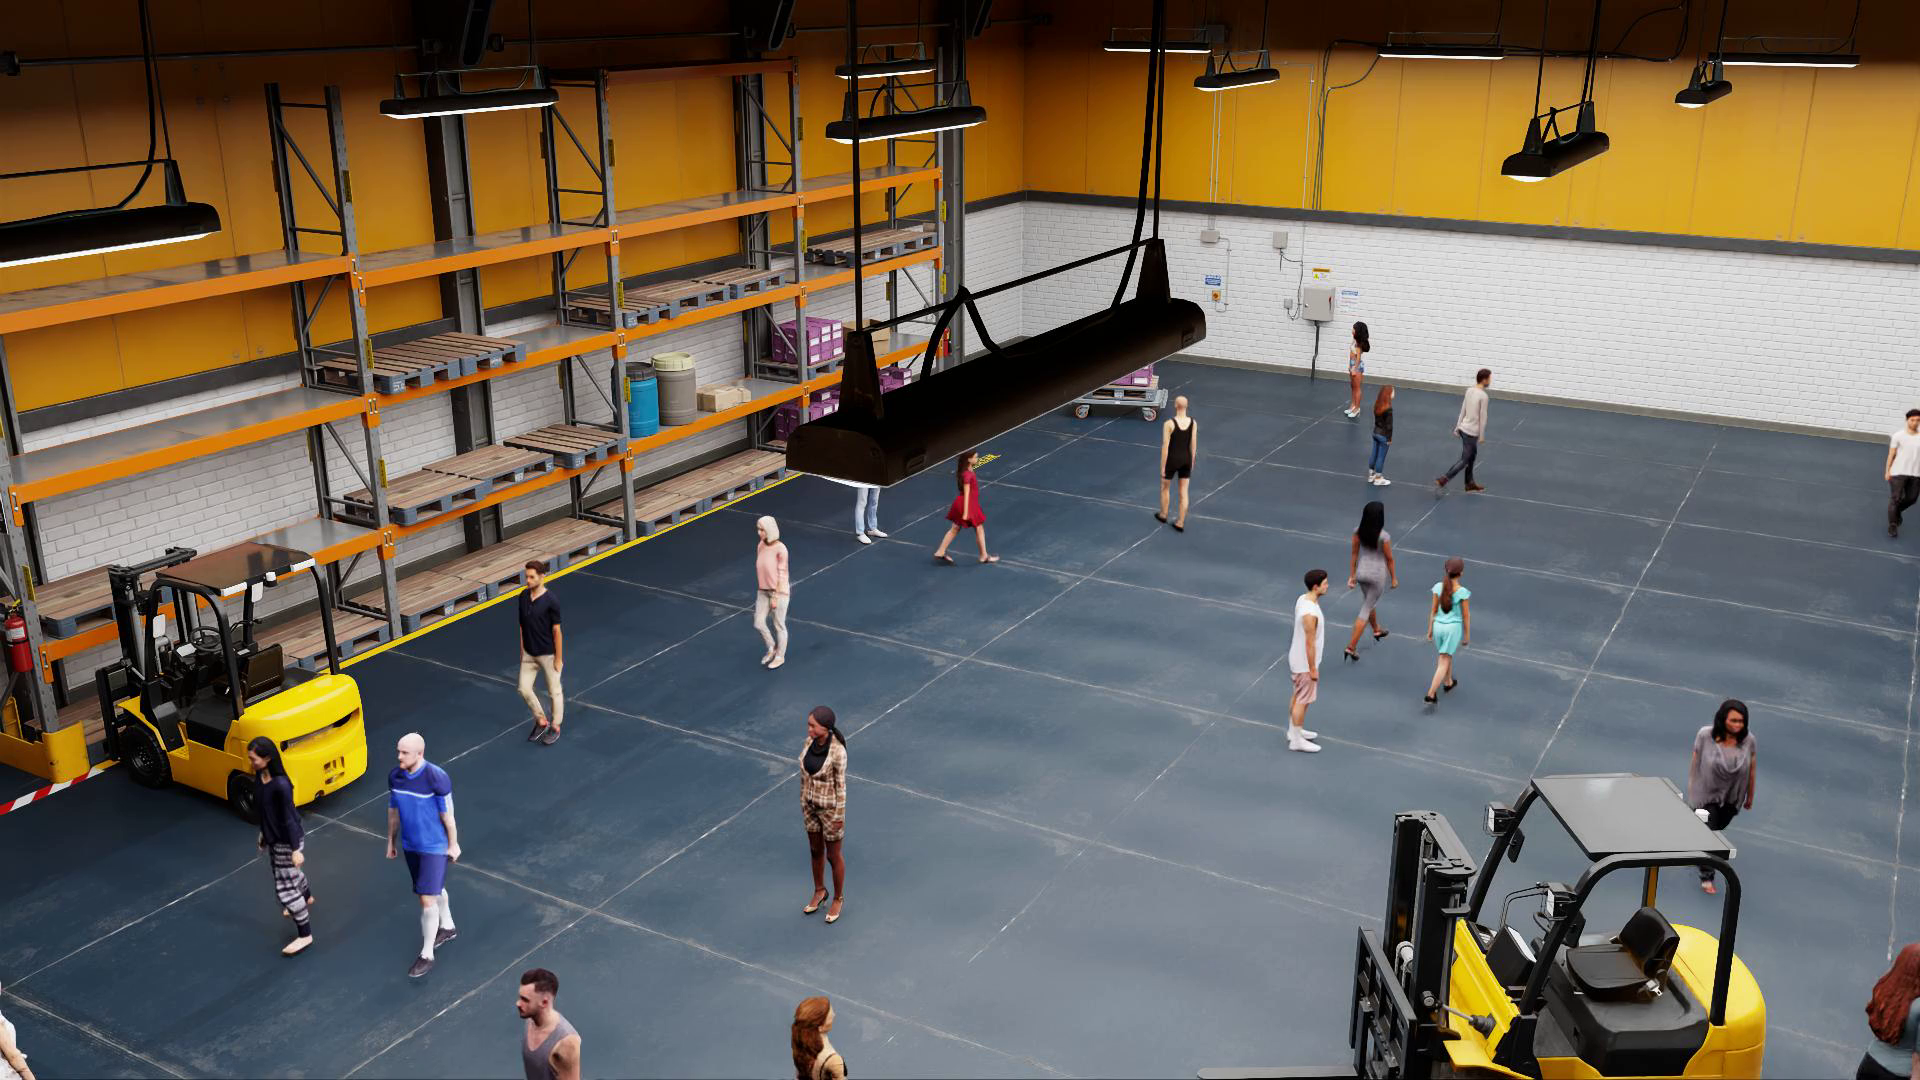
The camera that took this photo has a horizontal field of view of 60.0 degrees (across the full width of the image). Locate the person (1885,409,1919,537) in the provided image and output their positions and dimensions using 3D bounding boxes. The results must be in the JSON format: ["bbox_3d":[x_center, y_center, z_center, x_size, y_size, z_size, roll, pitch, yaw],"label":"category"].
[{"bbox_3d":[12.512,-0.918,22.008,0.748,1.709,0.876,5,19,16],"label":"person"}]

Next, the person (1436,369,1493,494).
[{"bbox_3d":[7.159,-1.505,23.563,1.098,1.829,1.075,-5,19,-15],"label":"person"}]

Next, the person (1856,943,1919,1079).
[{"bbox_3d":[5.415,3.194,9.800,1.115,1.707,1.011,-6,20,-17],"label":"person"}]

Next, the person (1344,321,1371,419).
[{"bbox_3d":[6.664,-2.877,27.953,0.716,1.626,0.630,0,19,0],"label":"person"}]

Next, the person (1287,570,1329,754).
[{"bbox_3d":[3.270,1.127,15.818,0.768,1.784,0.641,2,19,7],"label":"person"}]

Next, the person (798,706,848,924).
[{"bbox_3d":[-1.051,2.107,12.890,0.618,1.795,0.595,15,23,37],"label":"person"}]

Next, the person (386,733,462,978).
[{"bbox_3d":[-3.929,2.250,12.429,0.712,1.818,0.931,8,20,23],"label":"person"}]

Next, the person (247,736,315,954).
[{"bbox_3d":[-5.112,2.256,12.590,0.827,1.703,0.889,-17,25,-40],"label":"person"}]

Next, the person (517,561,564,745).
[{"bbox_3d":[-3.962,1.046,15.954,0.708,1.851,0.651,7,20,19],"label":"person"}]

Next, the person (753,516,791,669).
[{"bbox_3d":[-1.921,0.538,17.681,0.602,1.711,0.593,13,22,33],"label":"person"}]

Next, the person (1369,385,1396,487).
[{"bbox_3d":[6.133,-1.540,24.211,0.673,1.481,0.622,-6,20,-17],"label":"person"}]

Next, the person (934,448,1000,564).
[{"bbox_3d":[0.004,-0.412,20.804,1.021,1.518,1.022,-3,19,-8],"label":"person"}]

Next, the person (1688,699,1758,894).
[{"bbox_3d":[6.167,2.004,13.544,0.860,1.573,1.148,4,19,10],"label":"person"}]

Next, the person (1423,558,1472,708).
[{"bbox_3d":[4.878,0.954,16.740,0.675,1.523,1.097,15,24,38],"label":"person"}]

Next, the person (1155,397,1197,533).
[{"bbox_3d":[2.928,-0.980,22.055,0.980,1.796,1.037,-5,19,-15],"label":"person"}]

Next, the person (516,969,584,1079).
[{"bbox_3d":[-2.224,3.233,9.489,1.088,1.824,0.807,-16,25,-40],"label":"person"}]

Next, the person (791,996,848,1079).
[{"bbox_3d":[-0.867,3.350,9.489,0.740,1.610,0.691,-12,22,-32],"label":"person"}]

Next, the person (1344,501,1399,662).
[{"bbox_3d":[4.339,0.483,17.803,1.175,1.737,0.853,-15,24,-37],"label":"person"}]
